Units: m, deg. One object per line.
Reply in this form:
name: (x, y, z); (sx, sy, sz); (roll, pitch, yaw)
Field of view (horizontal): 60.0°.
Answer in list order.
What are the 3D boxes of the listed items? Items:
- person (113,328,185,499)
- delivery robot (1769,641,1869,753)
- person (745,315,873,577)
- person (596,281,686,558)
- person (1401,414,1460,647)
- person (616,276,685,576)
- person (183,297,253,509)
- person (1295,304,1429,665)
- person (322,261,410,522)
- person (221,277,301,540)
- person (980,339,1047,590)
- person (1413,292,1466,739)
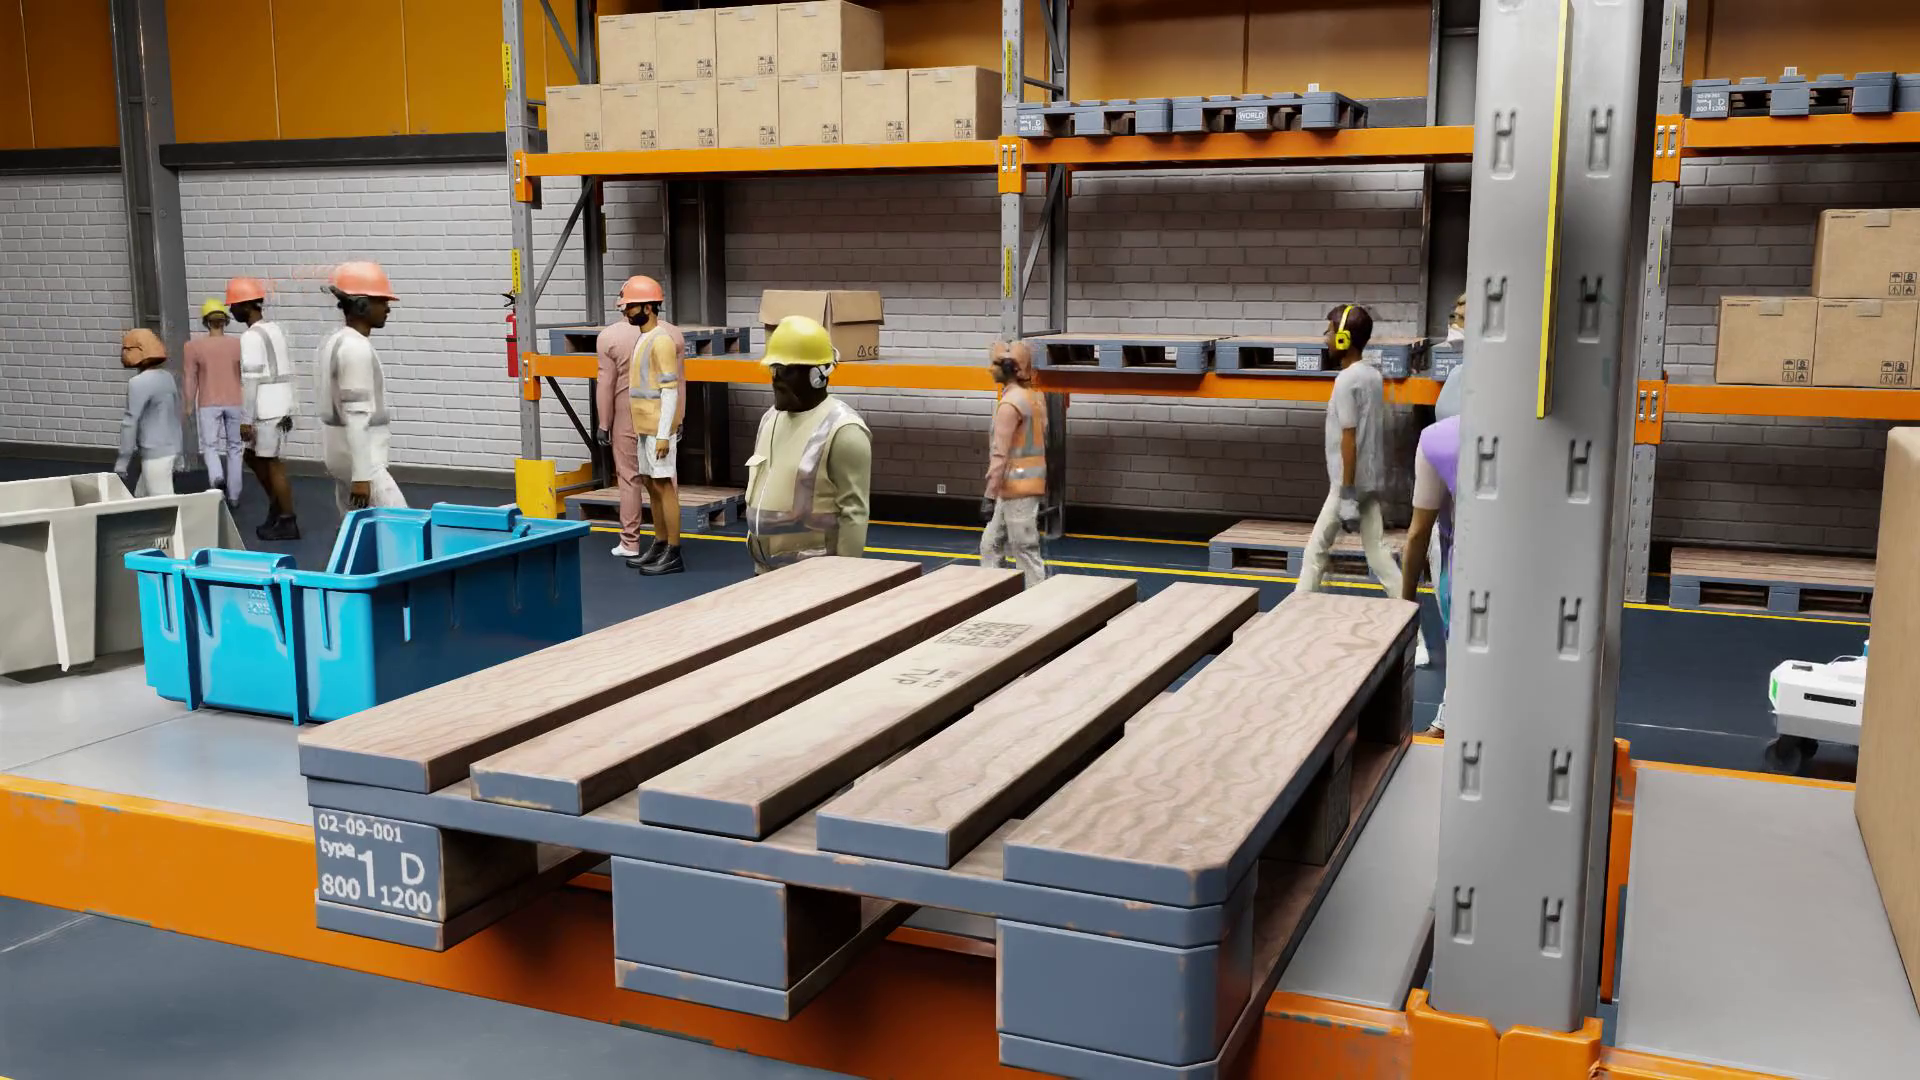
person: (-5.119, -0.507, 10.397); (0.620, 1.613, 0.502); (-1, 10, -5)
delivery robot: (3.536, 0.633, 6.441); (0.707, 0.478, 0.477); (7, 12, 37)
person: (-0.582, 0.095, 6.124); (0.404, 1.833, 0.589); (-9, 13, -42)
person: (-2.196, -0.825, 11.429); (0.638, 1.905, 0.407); (-6, 11, -31)
person: (1.764, 0.193, 5.571); (0.596, 1.812, 0.854); (0, 9, 3)
person: (-2.015, -0.736, 10.789); (0.374, 1.935, 0.552); (-5, 11, -26)
person: (-5.972, -1.084, 13.450); (0.530, 1.746, 0.668); (-5, 11, -28)
person: (1.968, -0.275, 8.405); (1.004, 1.817, 0.529); (7, 12, 36)
person: (-2.980, -0.397, 8.499); (0.648, 2.020, 0.654); (-5, 11, -27)
person: (-5.059, -0.931, 12.027); (0.518, 1.911, 0.558); (-1, 10, -5)
person: (0.193, -0.242, 8.754); (0.649, 1.612, 0.546); (2, 10, 11)
person: (2.035, -0.038, 6.609); (0.372, 1.940, 0.631); (-1, 10, -8)
